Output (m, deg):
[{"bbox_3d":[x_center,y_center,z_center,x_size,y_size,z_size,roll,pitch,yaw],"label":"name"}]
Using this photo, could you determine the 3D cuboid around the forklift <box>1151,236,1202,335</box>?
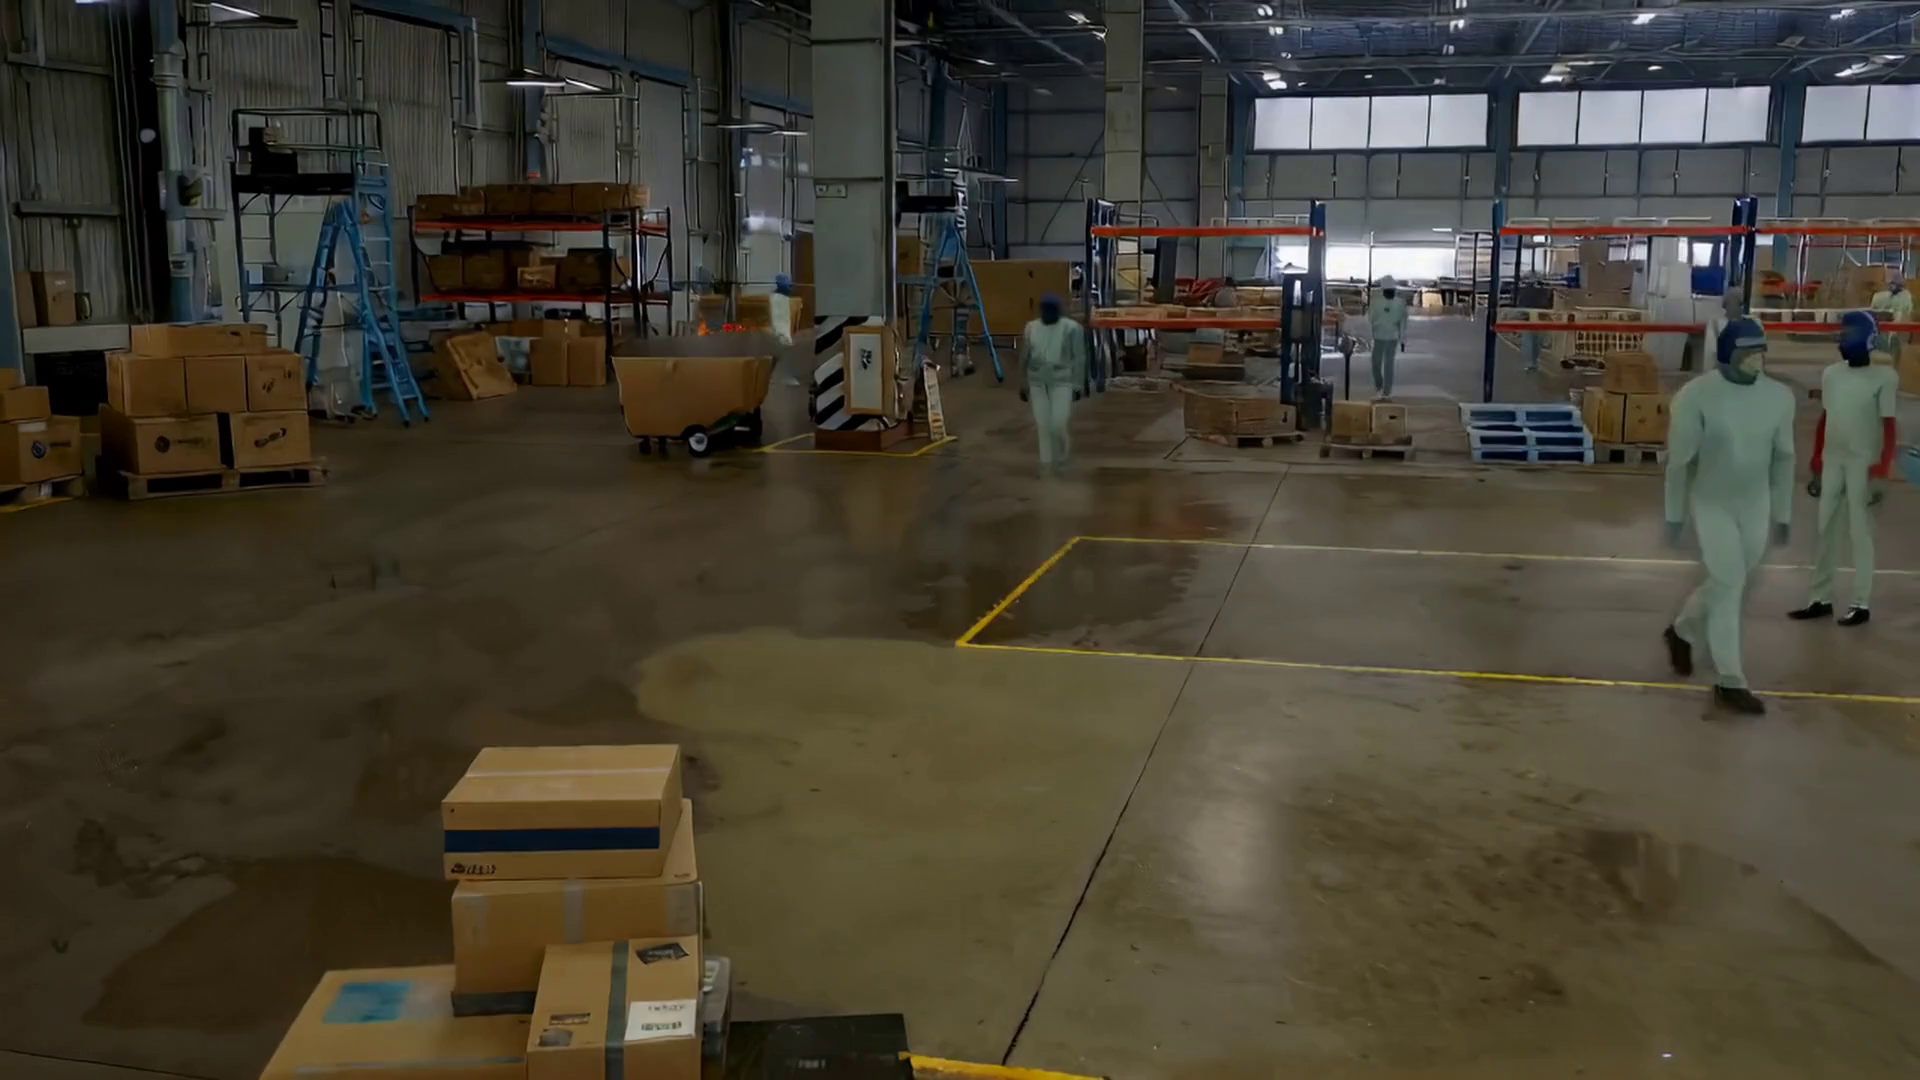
[{"bbox_3d":[5.866,-7.214,46.878,1.873,2.768,1.129,2,10,14],"label":"forklift"}]

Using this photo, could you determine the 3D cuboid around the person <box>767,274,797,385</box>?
[{"bbox_3d":[-3.148,-3.617,28.591,0.867,1.905,0.562,8,13,40],"label":"person"}]

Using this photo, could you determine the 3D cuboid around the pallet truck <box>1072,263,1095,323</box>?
[{"bbox_3d":[4.325,-8.180,55.162,0.823,1.965,1.885,6,11,31],"label":"pallet truck"}]

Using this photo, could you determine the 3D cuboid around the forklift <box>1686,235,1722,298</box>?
[{"bbox_3d":[21.918,-7.609,49.204,1.873,2.768,1.129,-8,12,-38],"label":"forklift"}]

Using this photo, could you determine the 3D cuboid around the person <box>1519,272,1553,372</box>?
[{"bbox_3d":[11.010,-4.159,31.783,0.661,1.888,0.973,1,10,7],"label":"person"}]

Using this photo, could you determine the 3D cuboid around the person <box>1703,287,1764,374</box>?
[{"bbox_3d":[8.106,-1.706,17.451,0.594,1.855,0.863,4,10,23],"label":"person"}]

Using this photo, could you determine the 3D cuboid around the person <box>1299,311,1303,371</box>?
[{"bbox_3d":[6.702,-4.088,31.847,0.322,1.738,0.486,9,13,44],"label":"person"}]

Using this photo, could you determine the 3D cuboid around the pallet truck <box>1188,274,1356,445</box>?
[{"bbox_3d":[3.653,-2.138,19.590,1.885,1.965,0.823,-4,10,-20],"label":"pallet truck"}]

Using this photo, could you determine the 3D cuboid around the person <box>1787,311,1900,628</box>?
[{"bbox_3d":[5.250,-0.415,9.835,0.313,1.865,0.532,-5,11,-25],"label":"person"}]

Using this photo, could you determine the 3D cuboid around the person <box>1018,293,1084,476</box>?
[{"bbox_3d":[0.900,-1.540,16.560,0.657,1.829,0.451,3,10,18],"label":"person"}]

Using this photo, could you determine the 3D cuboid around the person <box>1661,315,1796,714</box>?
[{"bbox_3d":[3.779,-0.166,8.262,0.638,1.911,0.925,-1,10,-9],"label":"person"}]

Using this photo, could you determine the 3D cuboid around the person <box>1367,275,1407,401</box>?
[{"bbox_3d":[6.458,-3.053,25.218,0.606,1.904,0.652,4,11,24],"label":"person"}]

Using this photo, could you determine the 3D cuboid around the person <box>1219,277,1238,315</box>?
[{"bbox_3d":[7.229,-6.267,44.907,0.532,1.668,0.858,7,12,37],"label":"person"}]

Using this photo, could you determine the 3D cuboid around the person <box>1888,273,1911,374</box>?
[{"bbox_3d":[15.267,-3.373,27.082,0.381,1.932,0.623,5,11,26],"label":"person"}]
